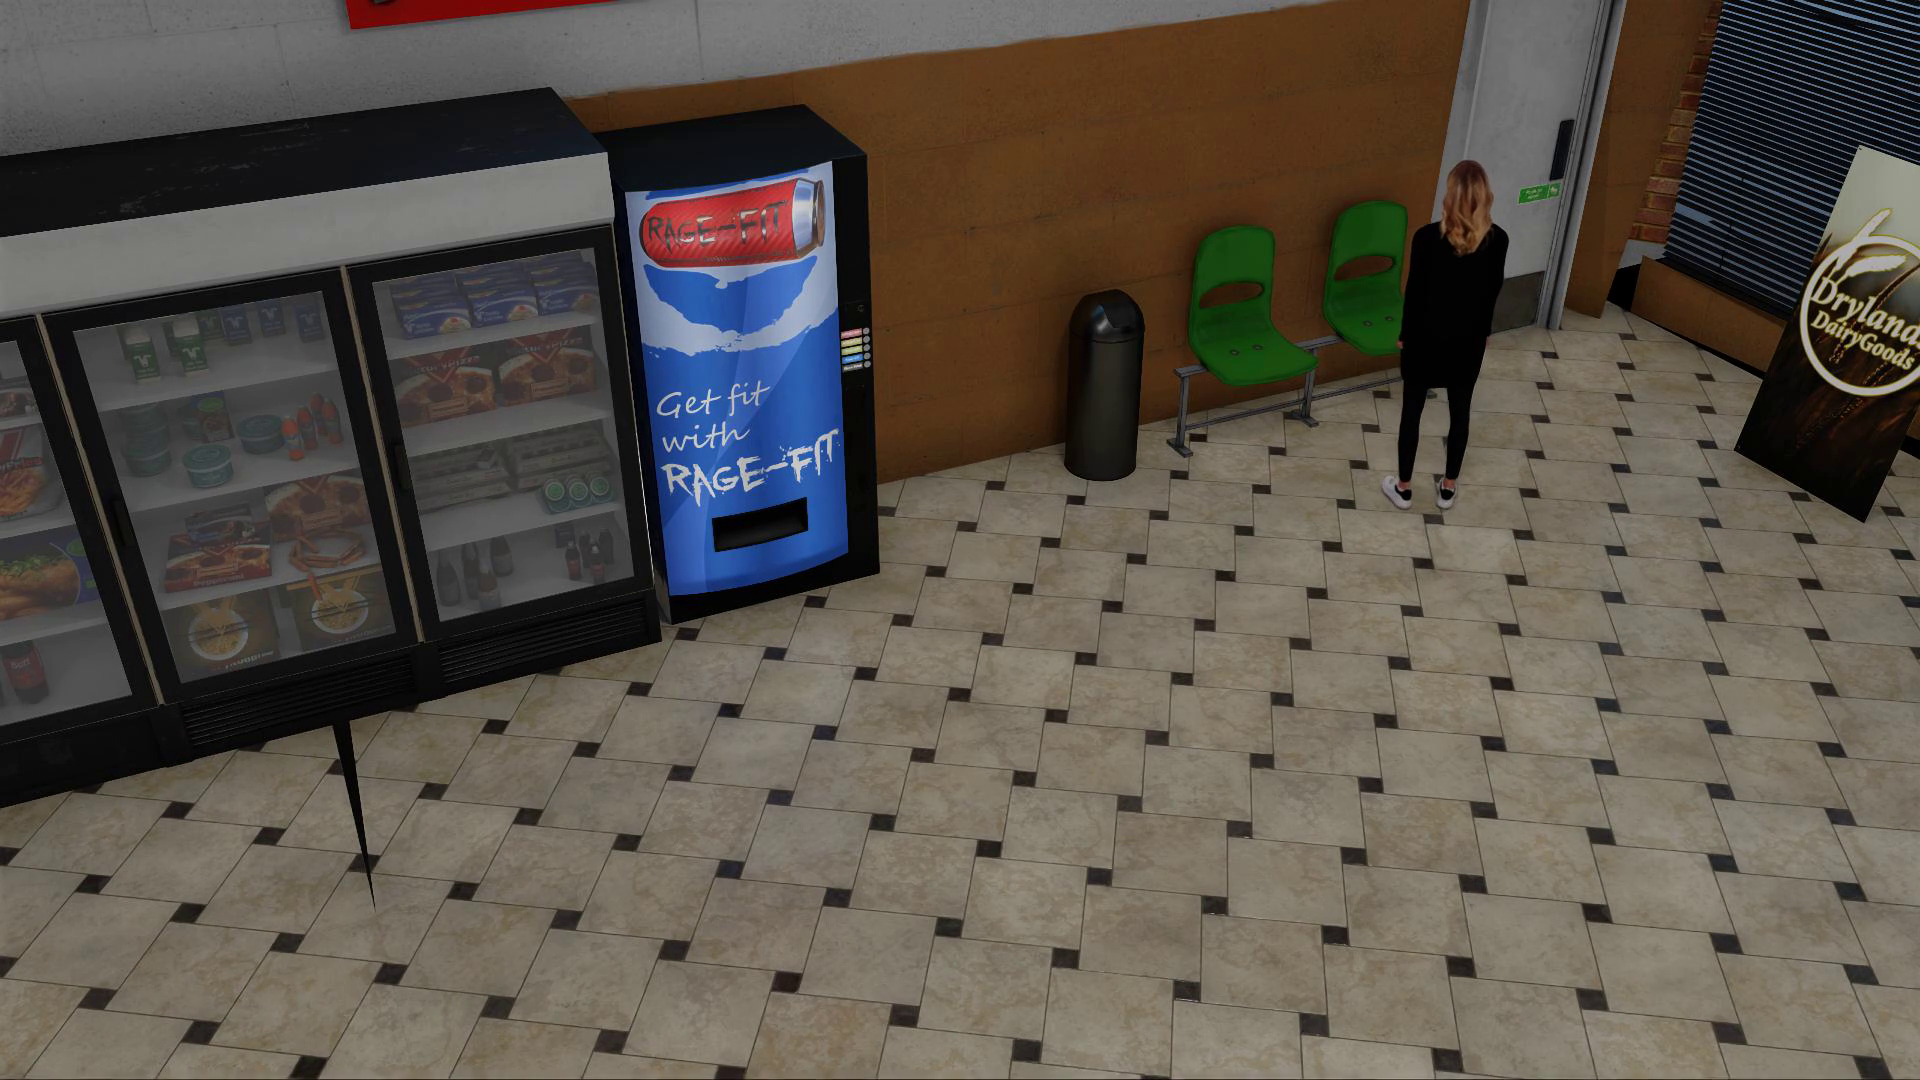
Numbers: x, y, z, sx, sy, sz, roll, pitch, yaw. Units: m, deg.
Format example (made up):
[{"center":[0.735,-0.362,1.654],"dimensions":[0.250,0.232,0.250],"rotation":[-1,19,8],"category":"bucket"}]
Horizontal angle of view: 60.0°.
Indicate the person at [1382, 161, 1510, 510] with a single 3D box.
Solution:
[{"center":[2.379,-0.979,8.177],"dimensions":[0.674,1.800,0.660],"rotation":[1,32,2],"category":"person"}]
